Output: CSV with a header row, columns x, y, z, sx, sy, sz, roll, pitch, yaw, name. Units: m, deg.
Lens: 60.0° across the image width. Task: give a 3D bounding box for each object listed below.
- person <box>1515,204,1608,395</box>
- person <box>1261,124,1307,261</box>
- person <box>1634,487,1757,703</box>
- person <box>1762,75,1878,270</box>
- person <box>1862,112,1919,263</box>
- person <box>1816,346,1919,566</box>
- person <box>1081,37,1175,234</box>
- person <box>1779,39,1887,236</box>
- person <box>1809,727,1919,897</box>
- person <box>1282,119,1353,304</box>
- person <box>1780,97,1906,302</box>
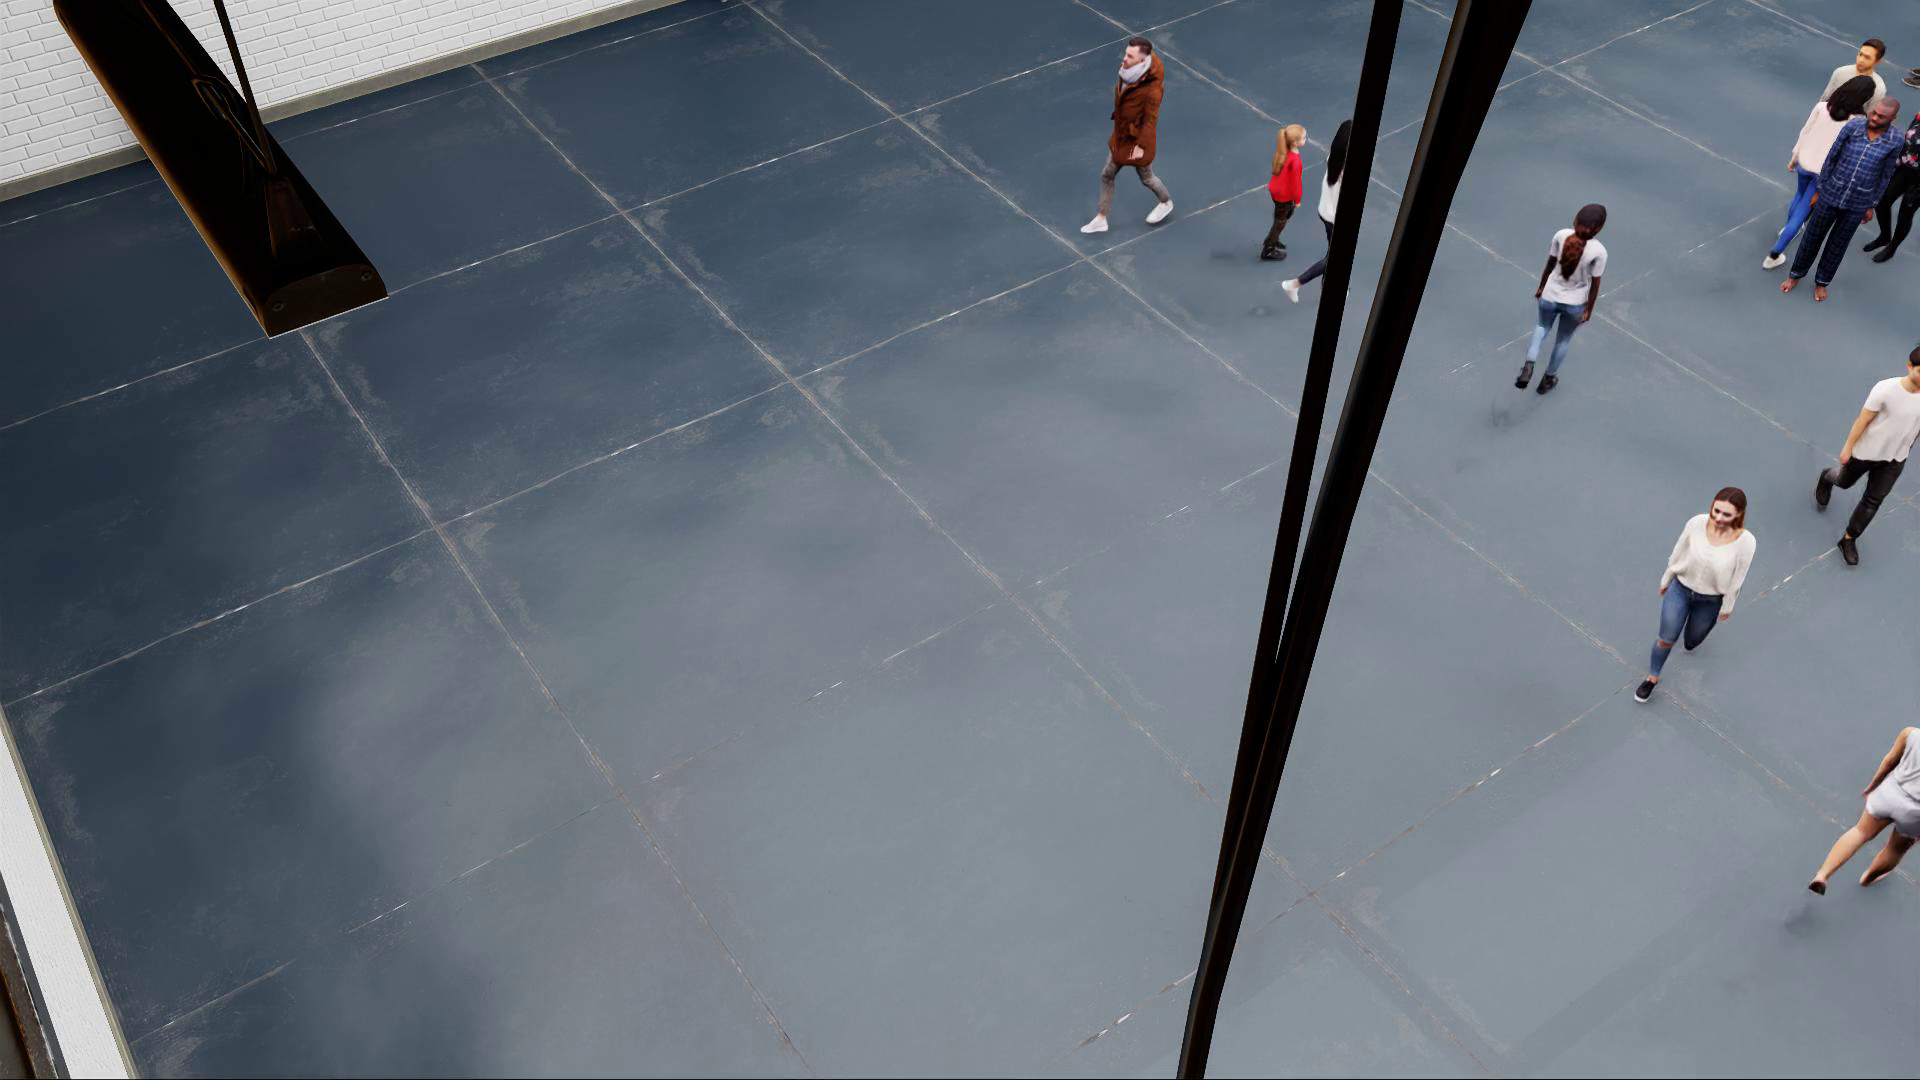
x,y,z,sx,sy,sz,roll,pitch,yaw,name
4.536,-1.775,12.593,0.722,1.709,0.845,29,51,27,person
2.700,-2.948,14.142,0.610,1.272,0.582,-7,44,-7,person
4.646,0.306,10.434,0.794,1.676,1.009,29,51,27,person
7.116,-3.041,13.914,0.958,1.722,0.639,-26,49,-24,person
8.090,-3.082,14.000,0.639,1.661,0.656,-14,45,-14,person
6.323,-0.690,11.465,1.070,1.695,1.102,6,44,6,person
1.578,-3.457,14.295,1.145,1.798,0.730,-22,48,-22,person
7.592,-3.486,14.330,0.977,1.792,0.657,-28,50,-26,person
5.210,1.498,9.245,0.859,1.589,0.563,-24,49,-23,person
2.972,-2.596,13.478,0.962,1.678,0.778,-13,45,-13,person
7.252,-2.813,13.599,0.755,1.825,0.739,24,48,23,person
